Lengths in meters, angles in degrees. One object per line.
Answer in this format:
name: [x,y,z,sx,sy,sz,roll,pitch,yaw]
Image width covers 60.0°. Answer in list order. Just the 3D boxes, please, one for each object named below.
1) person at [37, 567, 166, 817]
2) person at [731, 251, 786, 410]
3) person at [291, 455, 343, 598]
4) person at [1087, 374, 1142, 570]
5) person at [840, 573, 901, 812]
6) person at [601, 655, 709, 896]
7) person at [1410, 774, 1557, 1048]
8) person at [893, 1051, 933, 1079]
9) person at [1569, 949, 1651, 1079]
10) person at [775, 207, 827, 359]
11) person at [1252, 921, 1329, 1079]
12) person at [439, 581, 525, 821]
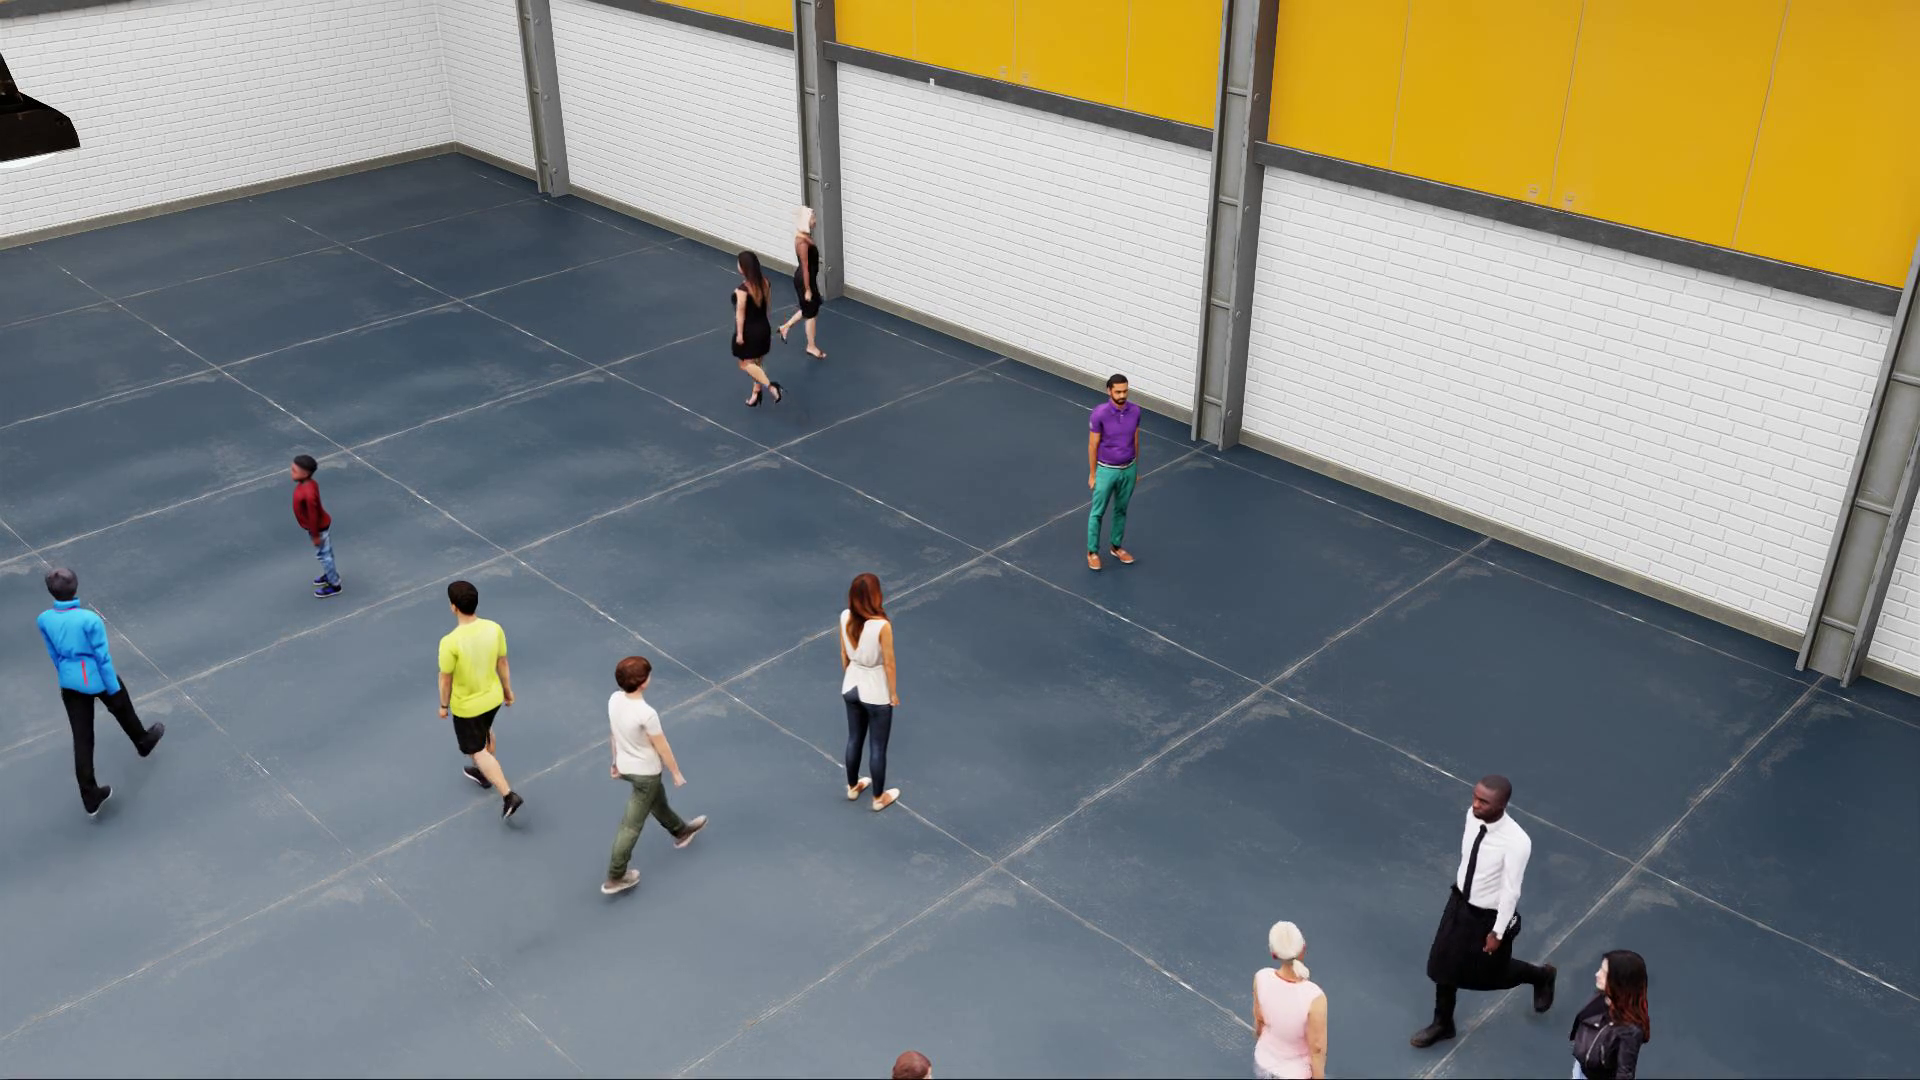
person: [-5.909,1.051,11.198,1.157,1.737,1.198,1,29,1]
person: [-2.051,-2.096,16.999,0.888,1.707,0.774,16,32,27]
person: [-5.361,-0.140,13.887,0.636,1.253,0.537,-10,30,-17]
person: [1.311,-0.606,14.204,0.698,1.767,0.688,-10,30,-18]
person: [-0.630,1.024,11.201,0.523,1.782,0.684,18,33,29]
person: [-2.074,1.510,10.489,1.072,1.610,0.704,23,36,35]
person: [2.997,2.062,9.269,0.959,1.810,1.153,-15,32,-25]
person: [-0.228,2.974,8.327,0.539,1.112,0.499,12,31,21]
person: [3.278,2.689,8.312,0.850,1.626,0.800,4,29,8]
person: [-1.767,-2.815,18.287,0.914,1.736,0.857,0,29,0]
person: [1.636,2.673,8.284,0.855,1.680,0.532,-21,35,-33]
person: [-3.205,1.091,11.183,1.056,1.682,0.679,22,36,34]
